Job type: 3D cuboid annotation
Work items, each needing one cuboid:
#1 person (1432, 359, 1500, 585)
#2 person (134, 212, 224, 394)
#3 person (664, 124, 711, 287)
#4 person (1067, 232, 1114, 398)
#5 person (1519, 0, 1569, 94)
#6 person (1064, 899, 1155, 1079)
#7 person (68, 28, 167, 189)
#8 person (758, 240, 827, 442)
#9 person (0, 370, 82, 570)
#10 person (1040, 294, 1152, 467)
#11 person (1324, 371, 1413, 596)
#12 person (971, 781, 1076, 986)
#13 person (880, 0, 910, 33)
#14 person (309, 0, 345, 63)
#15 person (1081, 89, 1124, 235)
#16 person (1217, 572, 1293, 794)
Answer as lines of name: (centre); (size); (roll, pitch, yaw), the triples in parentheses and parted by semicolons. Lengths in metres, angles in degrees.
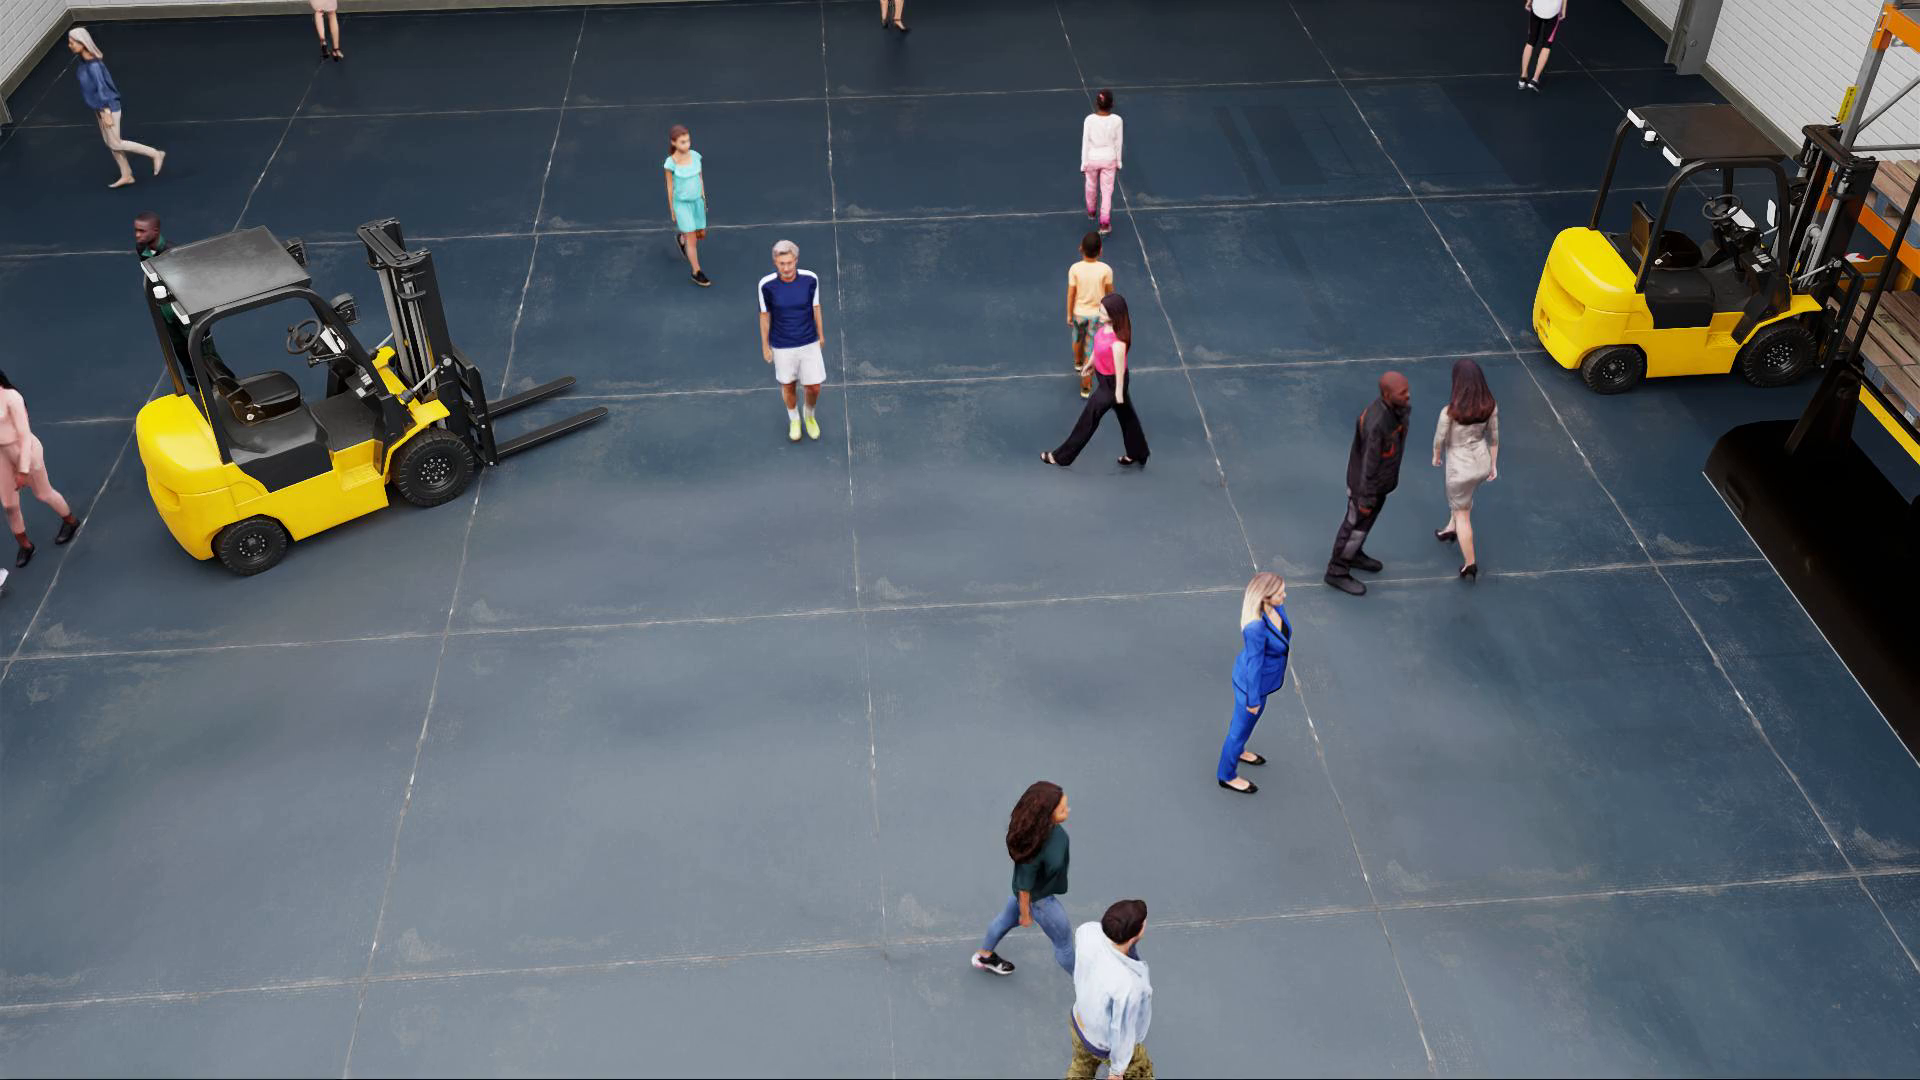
person: (3.659, -0.427, 11.936); (0.725, 1.694, 0.929); (-11, 40, -14)
person: (-6.367, -1.872, 13.633); (0.765, 1.835, 0.767); (15, 41, 18)
person: (-2.572, -3.141, 15.454); (0.809, 1.545, 0.943); (-25, 45, -28)
person: (1.081, -1.856, 13.930); (0.672, 1.439, 0.924); (7, 39, 9)
person: (6.626, -5.975, 18.807); (0.865, 1.788, 0.928); (23, 44, 26)
person: (0.644, 2.457, 8.250); (0.953, 1.787, 0.963); (-17, 42, -20)
person: (-8.579, -4.390, 16.908); (0.925, 1.682, 0.907); (-26, 45, -29)
person: (-1.338, -1.636, 13.346); (0.676, 1.824, 0.621); (-6, 39, -8)
person: (-6.848, -0.639, 12.203); (0.758, 1.692, 0.901); (8, 39, 10)
person: (1.257, -1.191, 12.965); (0.769, 1.605, 1.088); (2, 39, 3)
person: (2.911, -0.452, 11.870); (0.839, 1.815, 0.746); (21, 43, 24)
person: (0.342, 1.905, 9.115); (0.871, 1.570, 1.071); (8, 39, 10)
person: (-0.790, -7.039, 20.137); (0.827, 1.792, 0.866); (25, 45, 27)
person: (-7.463, -6.401, 19.319); (0.574, 1.816, 0.720); (-3, 39, -3)
person: (1.382, -3.696, 16.234); (0.658, 1.438, 0.925); (4, 39, 5)
person: (1.808, 0.864, 10.316); (0.755, 1.698, 0.620); (12, 40, 15)
